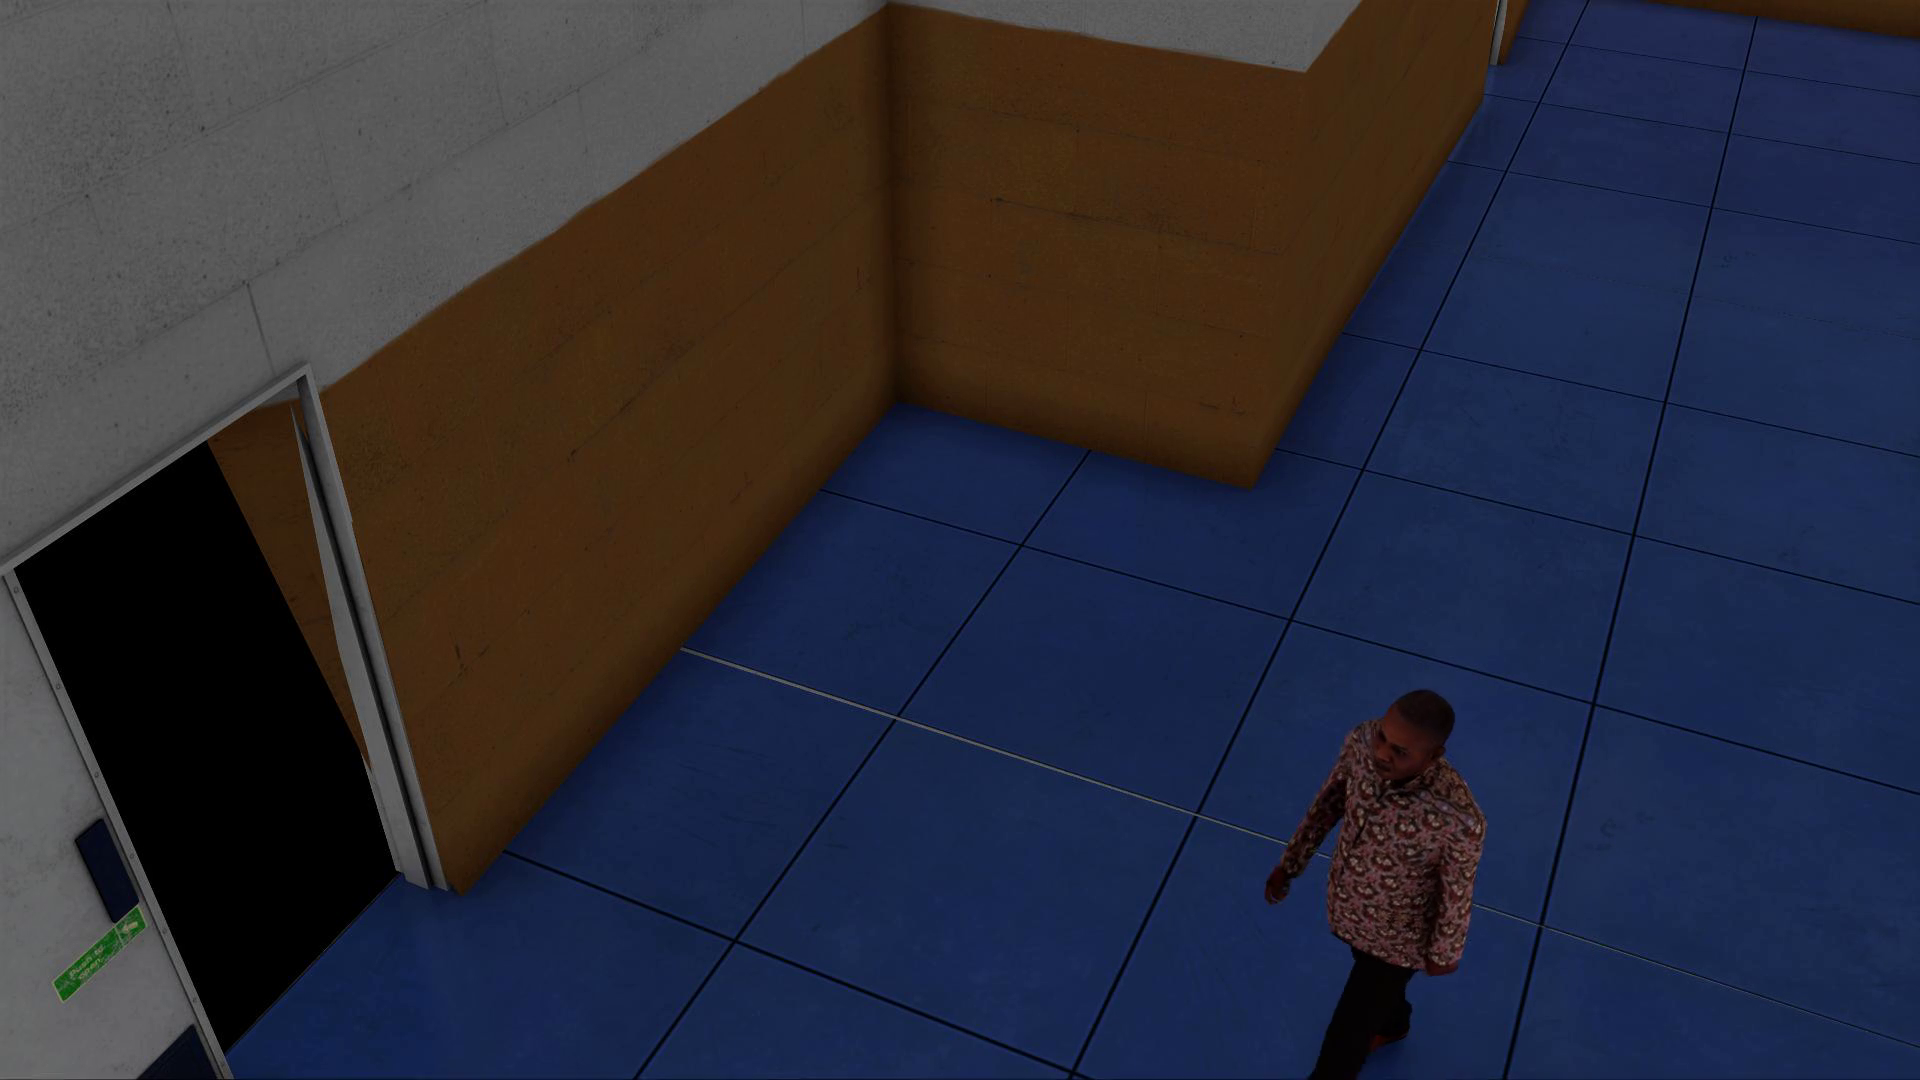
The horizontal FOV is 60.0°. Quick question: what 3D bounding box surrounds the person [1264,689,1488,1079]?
[{"bbox_3d":[1.371,1.097,5.120,1.158,1.772,1.136,-15,39,-19],"label":"person"}]
